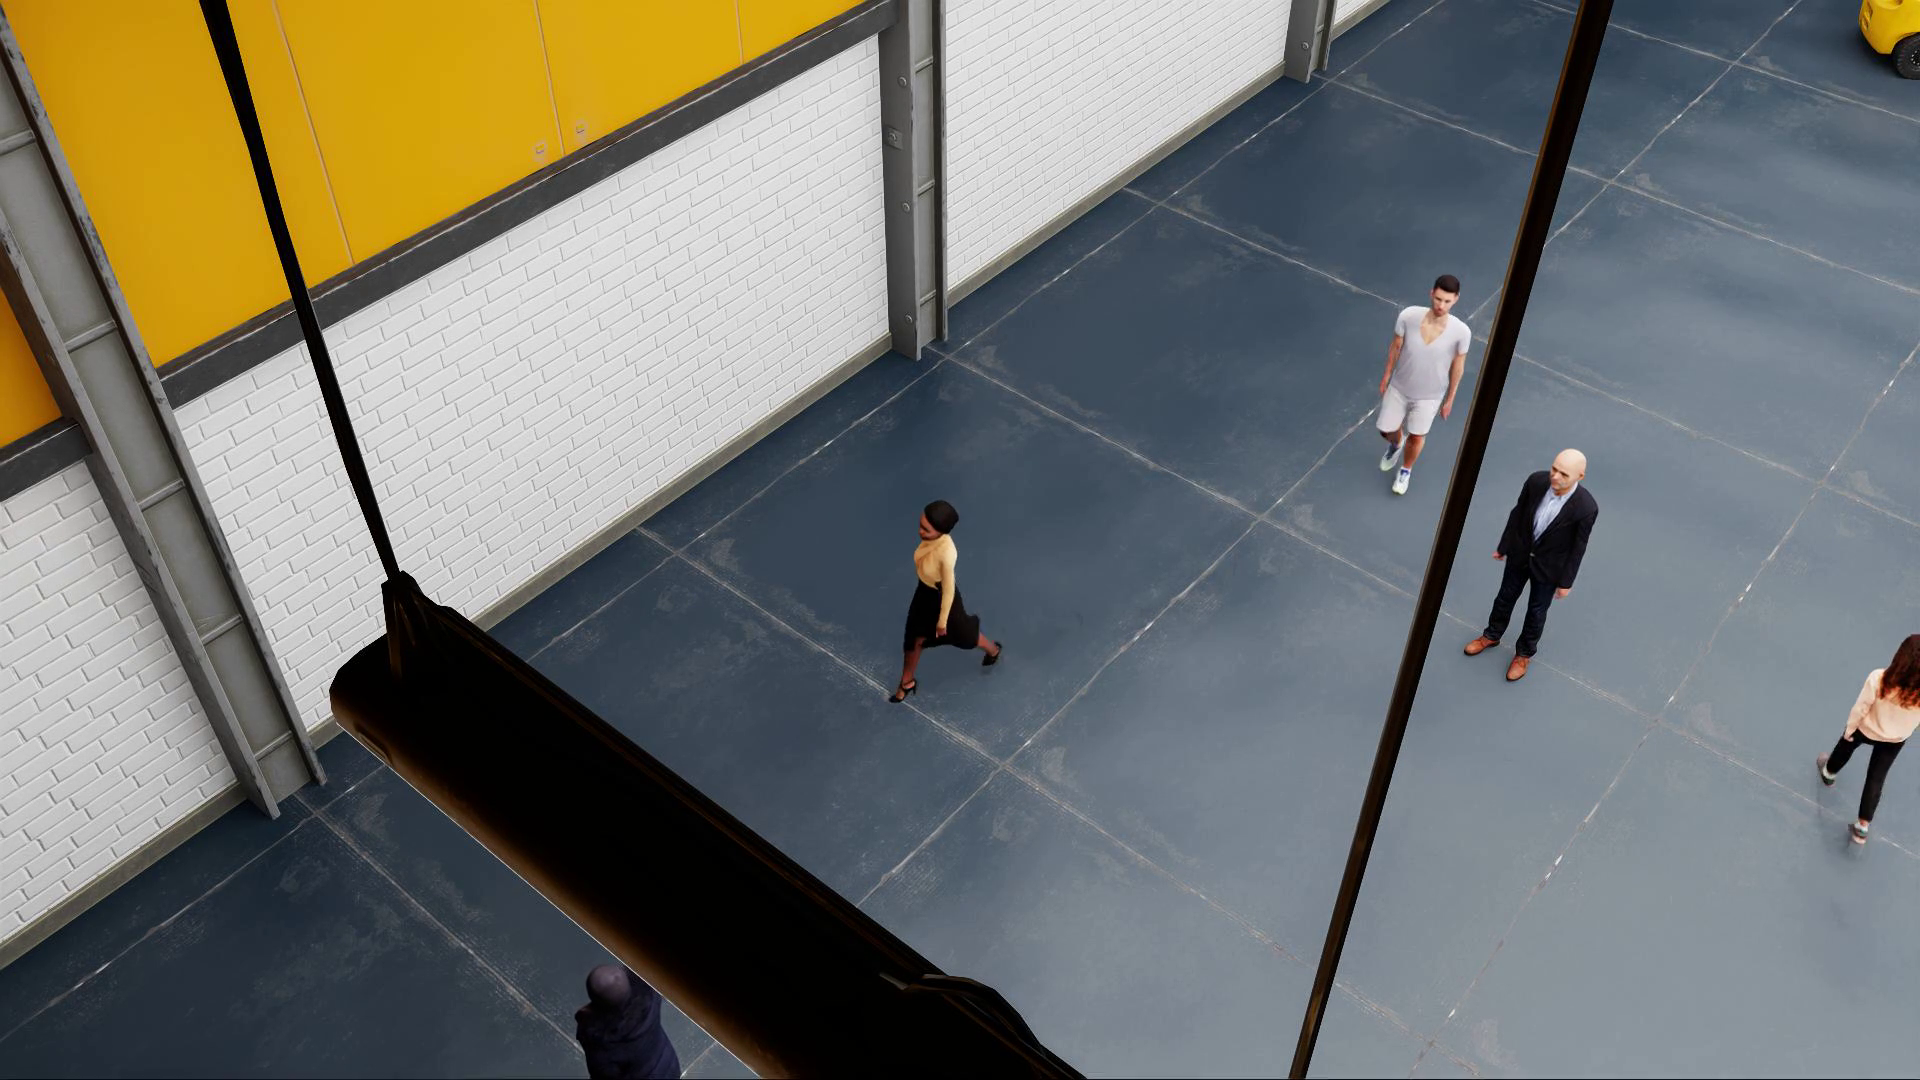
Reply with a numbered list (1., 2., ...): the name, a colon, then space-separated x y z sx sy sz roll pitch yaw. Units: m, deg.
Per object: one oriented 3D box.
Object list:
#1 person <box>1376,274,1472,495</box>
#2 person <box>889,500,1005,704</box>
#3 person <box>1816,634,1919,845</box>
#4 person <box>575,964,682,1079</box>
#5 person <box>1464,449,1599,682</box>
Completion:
1. person: 3.294 -1.156 11.854 0.785 1.842 0.802 19 47 19
2. person: -0.048 0.376 10.411 1.139 1.613 0.863 -19 47 -19
3. person: 5.396 1.152 9.712 0.823 1.454 1.046 12 45 12
4. person: -1.578 2.558 8.077 0.794 1.674 0.666 18 46 18
5. person: 3.662 0.121 10.544 0.605 1.800 0.705 -34 53 -30
